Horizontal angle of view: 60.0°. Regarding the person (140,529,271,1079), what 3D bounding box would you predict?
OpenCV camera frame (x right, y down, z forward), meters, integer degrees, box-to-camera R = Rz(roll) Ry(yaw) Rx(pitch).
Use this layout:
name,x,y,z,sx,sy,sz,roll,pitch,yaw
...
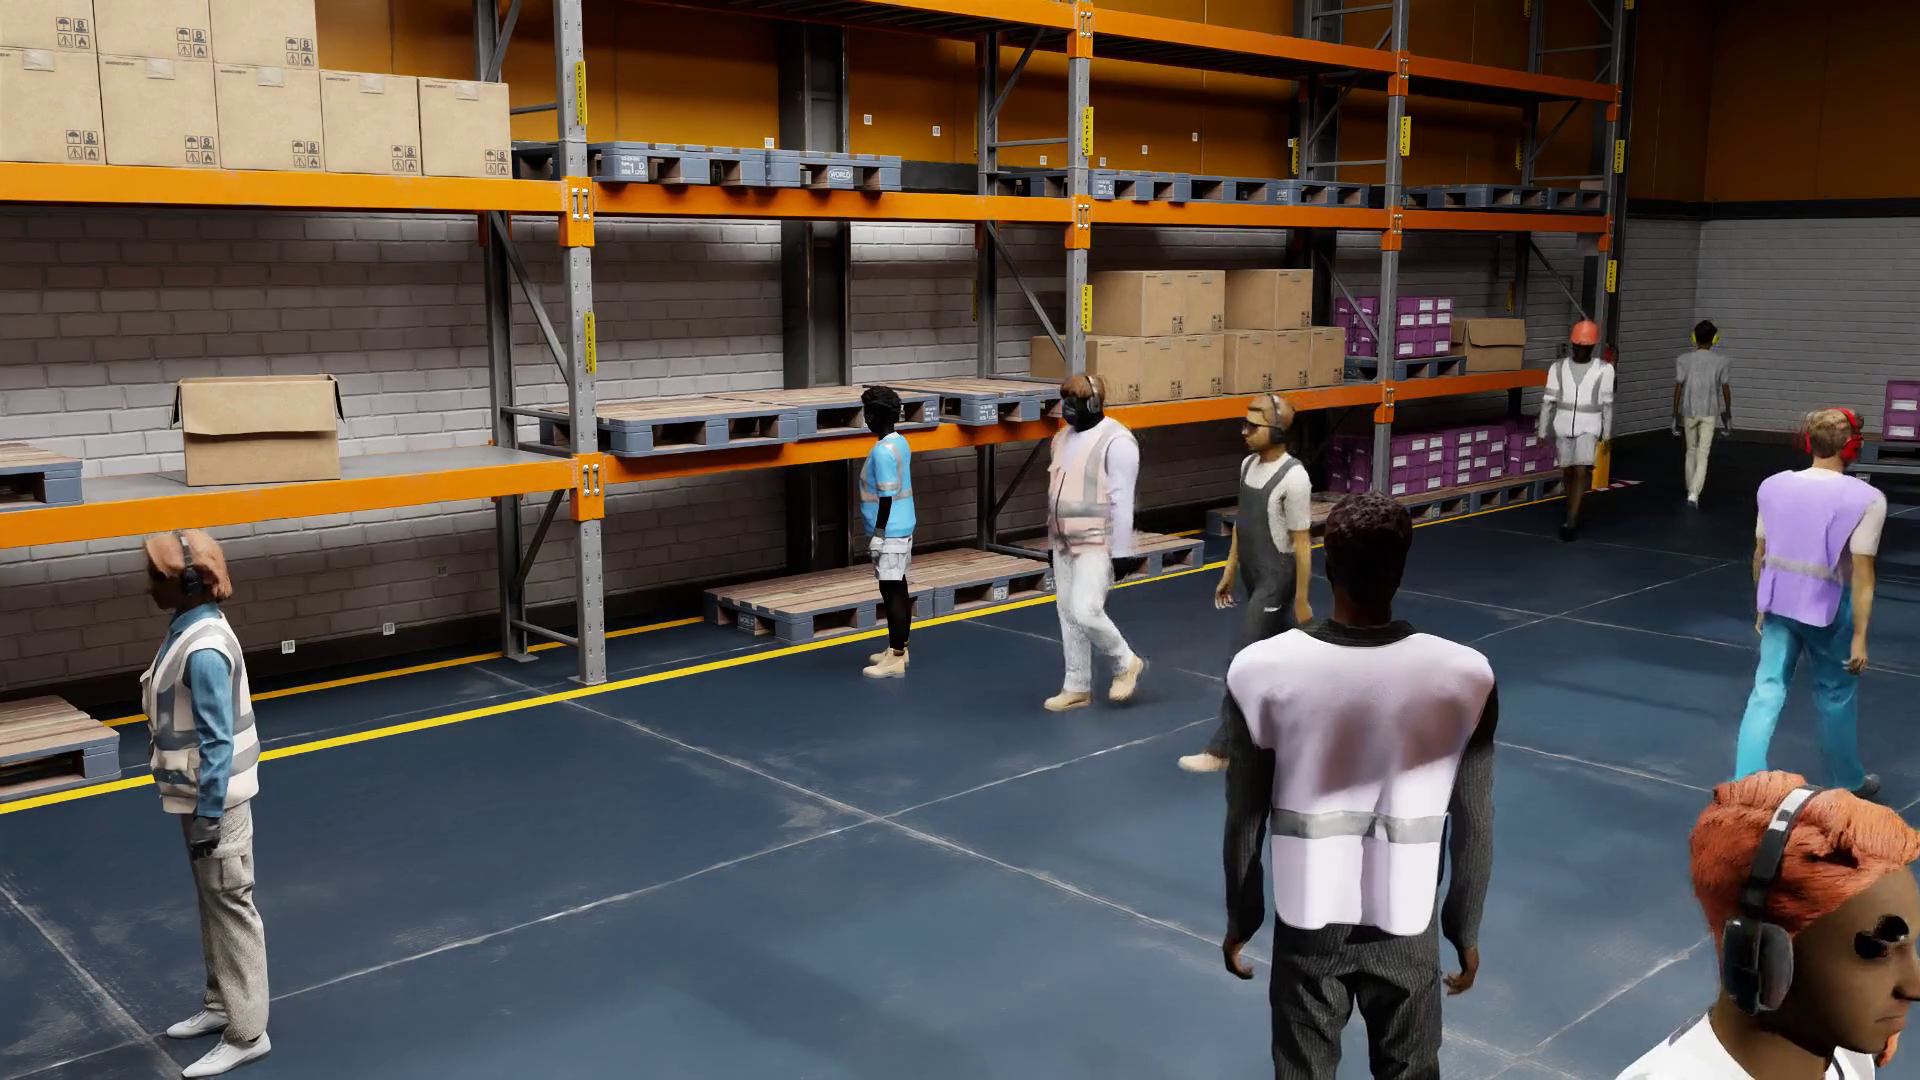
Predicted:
name,x,y,z,sx,sy,sz,roll,pitch,yaw
person,-2.258,0.774,4.990,0.307,1.638,0.512,-6,11,-31

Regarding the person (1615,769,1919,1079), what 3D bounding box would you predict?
name,x,y,z,sx,sy,sz,roll,pitch,yaw
person,0.865,1.180,1.890,0.337,1.883,0.580,9,13,44

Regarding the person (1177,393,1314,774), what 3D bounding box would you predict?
name,x,y,z,sx,sy,sz,roll,pitch,yaw
person,1.517,0.200,7.870,0.931,1.816,0.511,-2,10,-13

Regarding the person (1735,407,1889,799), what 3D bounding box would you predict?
name,x,y,z,sx,sy,sz,roll,pitch,yaw
person,3.697,0.319,7.187,0.961,1.791,0.583,-6,12,-33

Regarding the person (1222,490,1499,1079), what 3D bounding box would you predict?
name,x,y,z,sx,sy,sz,roll,pitch,yaw
person,0.885,0.846,3.745,0.590,1.920,0.399,2,10,11

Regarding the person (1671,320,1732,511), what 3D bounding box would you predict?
name,x,y,z,sx,sy,sz,roll,pitch,yaw
person,7.147,-1.202,16.034,0.529,1.837,0.971,5,11,29

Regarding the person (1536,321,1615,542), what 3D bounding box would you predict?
name,x,y,z,sx,sy,sz,roll,pitch,yaw
person,5.264,-0.934,14.284,0.585,1.869,1.021,6,11,32

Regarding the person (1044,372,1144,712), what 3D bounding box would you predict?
name,x,y,z,sx,sy,sz,roll,pitch,yaw
person,0.679,0.021,8.840,0.461,1.824,0.645,-6,11,-32

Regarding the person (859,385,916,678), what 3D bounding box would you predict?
name,x,y,z,sx,sy,sz,roll,pitch,yaw
person,-0.422,-0.049,9.640,0.320,1.693,0.531,1,10,7
